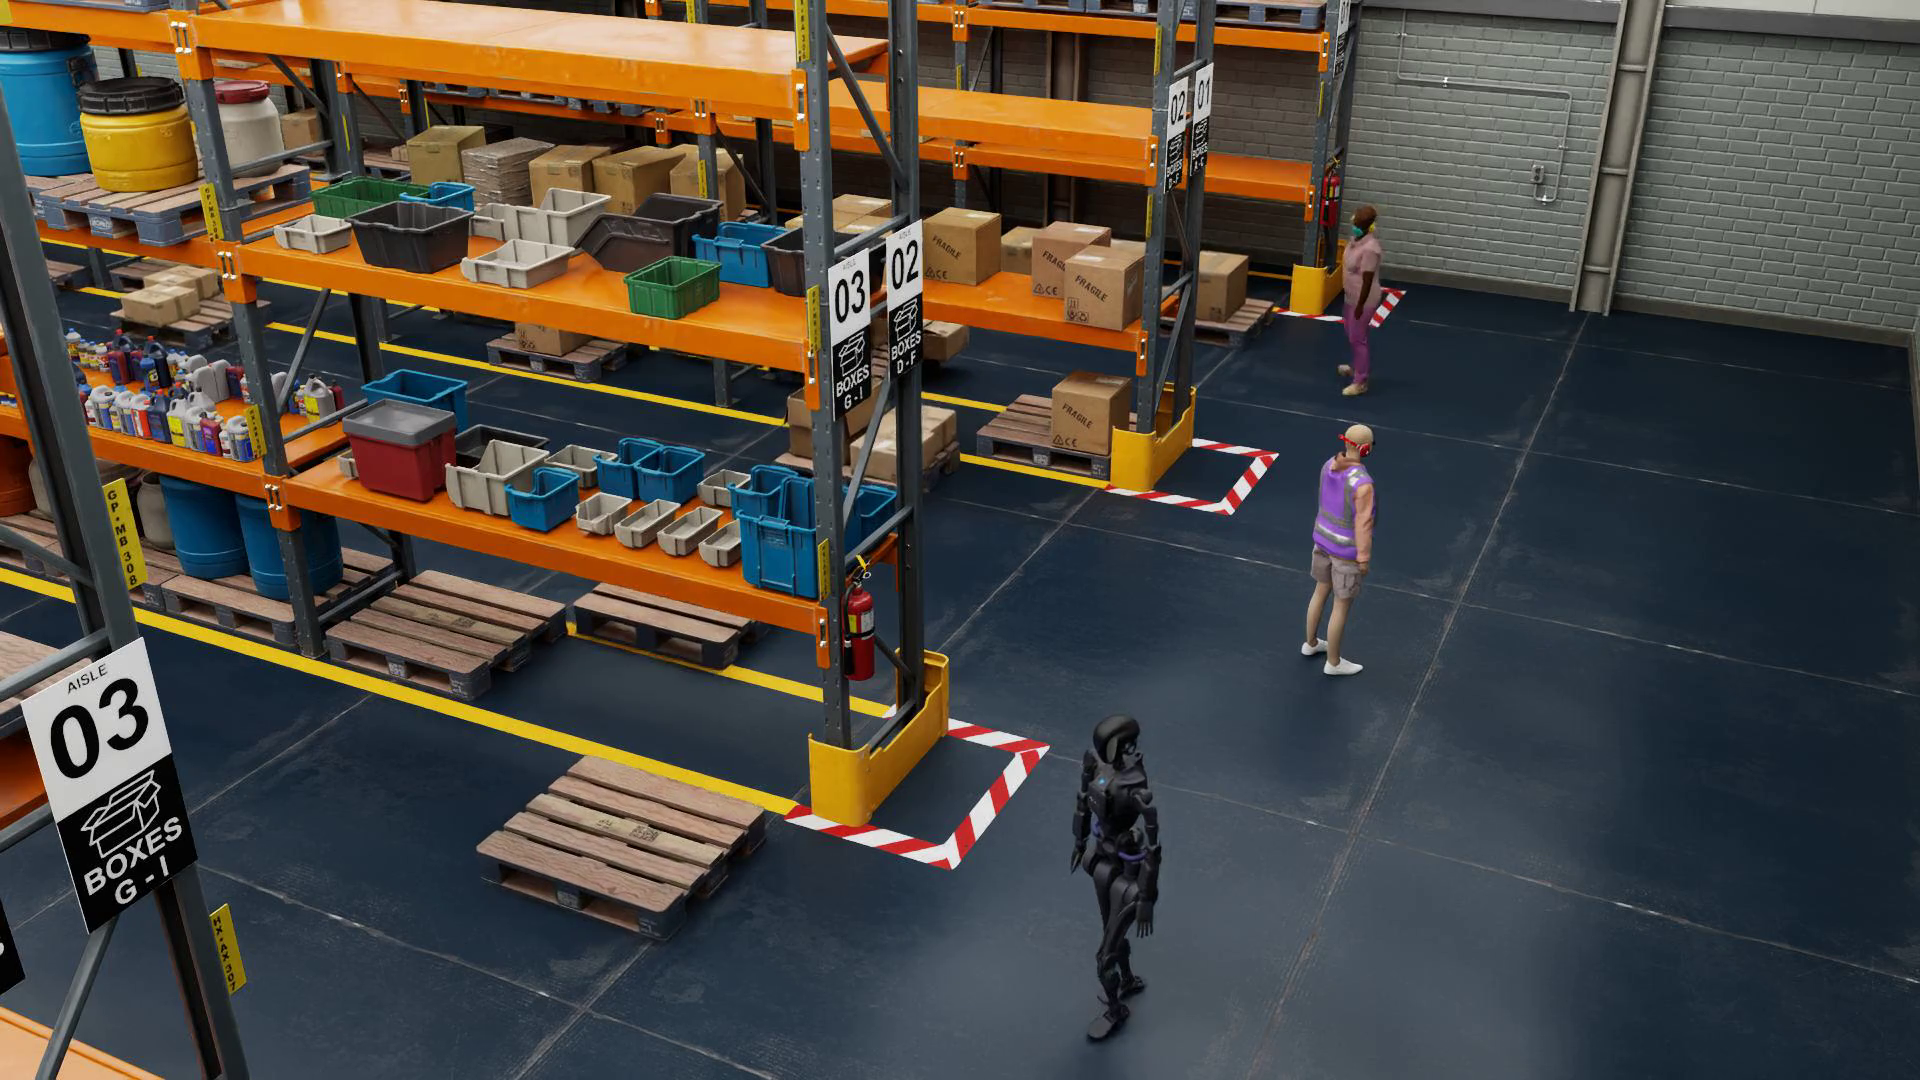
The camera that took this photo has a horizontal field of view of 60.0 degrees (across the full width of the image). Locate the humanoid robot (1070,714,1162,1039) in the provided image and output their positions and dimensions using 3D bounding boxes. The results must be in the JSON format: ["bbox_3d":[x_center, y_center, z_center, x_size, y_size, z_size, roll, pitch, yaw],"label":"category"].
[{"bbox_3d":[0.716,1.506,7.669,0.455,1.641,0.610,-16,30,-29],"label":"humanoid robot"}]

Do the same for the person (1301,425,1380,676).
[{"bbox_3d":[2.427,0.059,10.587,0.347,1.688,0.491,-11,28,-20],"label":"person"}]

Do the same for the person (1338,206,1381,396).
[{"bbox_3d":[3.620,-2.194,15.054,0.417,1.761,0.666,-1,26,-2],"label":"person"}]
